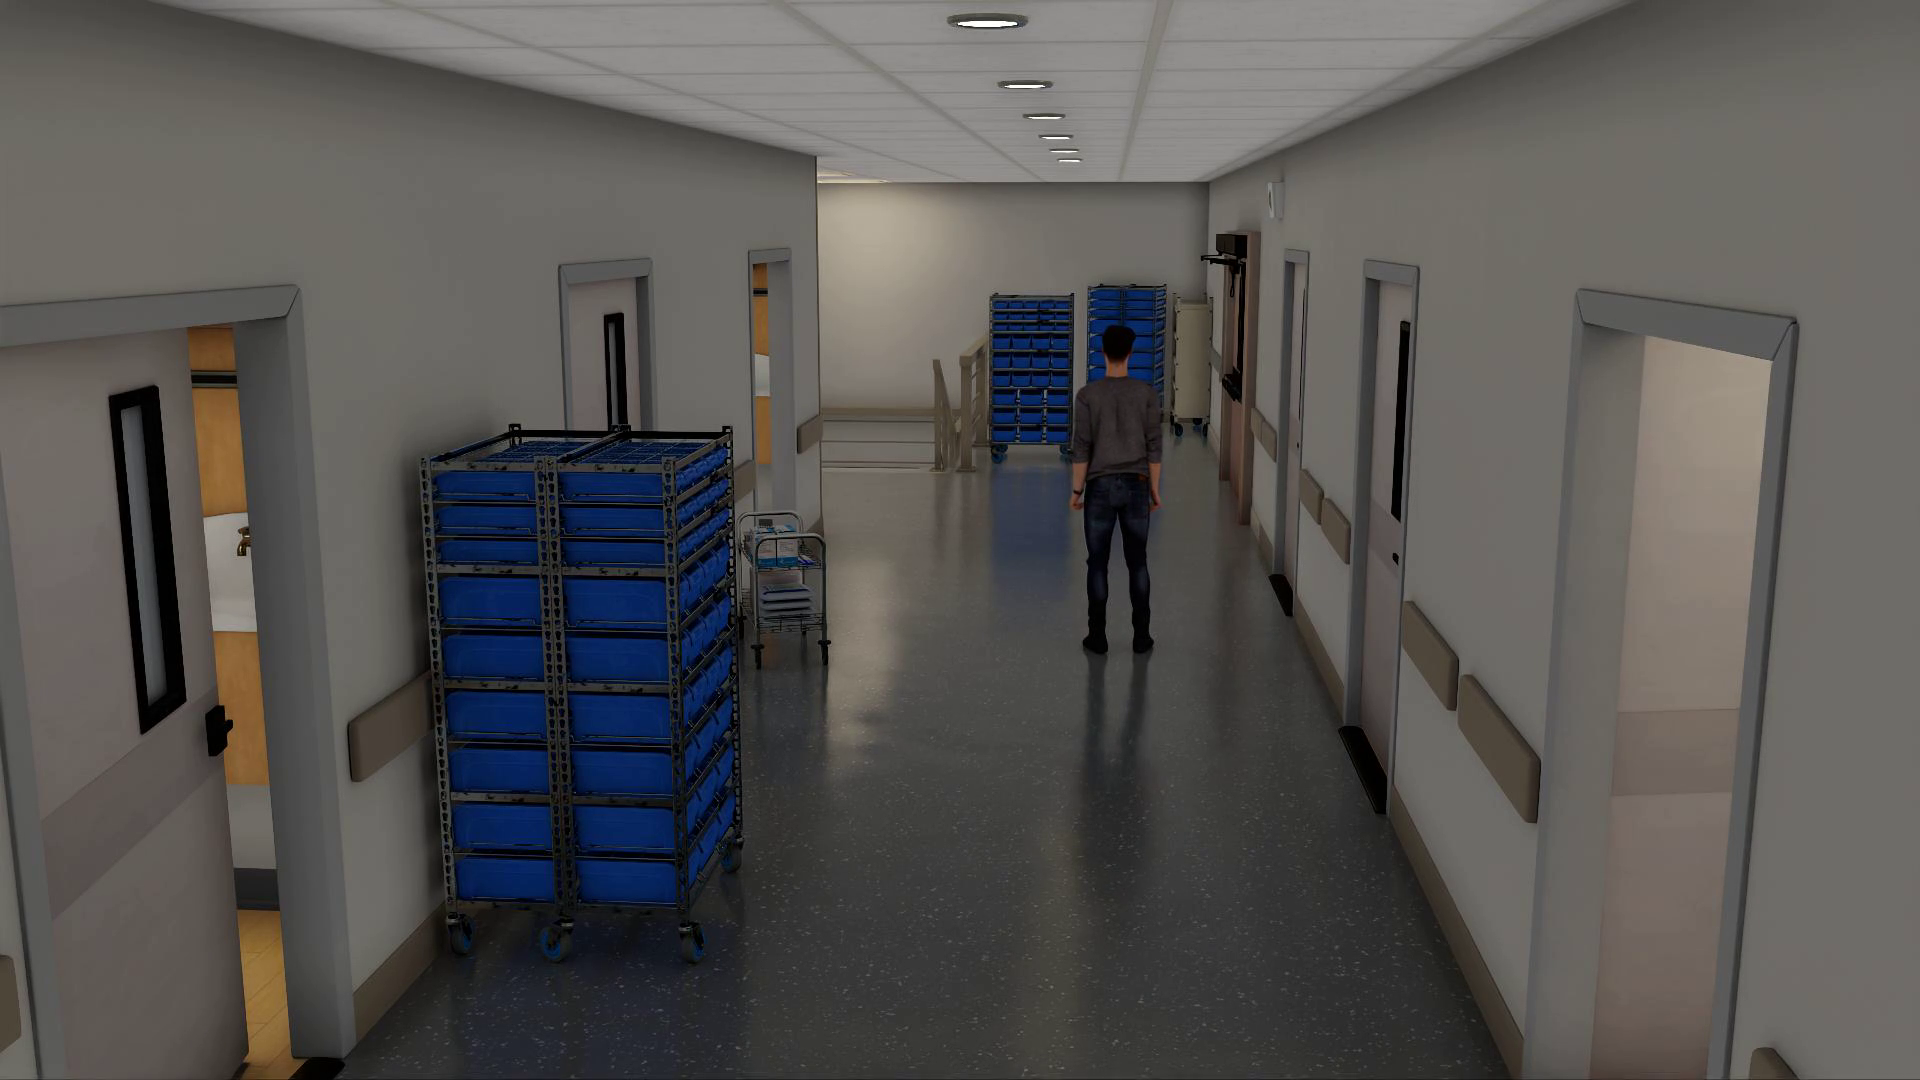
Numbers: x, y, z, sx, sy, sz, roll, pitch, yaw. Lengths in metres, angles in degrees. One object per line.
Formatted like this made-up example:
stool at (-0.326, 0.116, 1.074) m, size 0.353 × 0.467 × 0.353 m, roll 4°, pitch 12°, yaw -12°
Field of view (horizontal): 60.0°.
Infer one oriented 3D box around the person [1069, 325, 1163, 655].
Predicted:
person at (0.914, -0.291, 9.664) m, size 0.713 × 1.905 × 0.599 m, roll 0°, pitch 11°, yaw 0°
